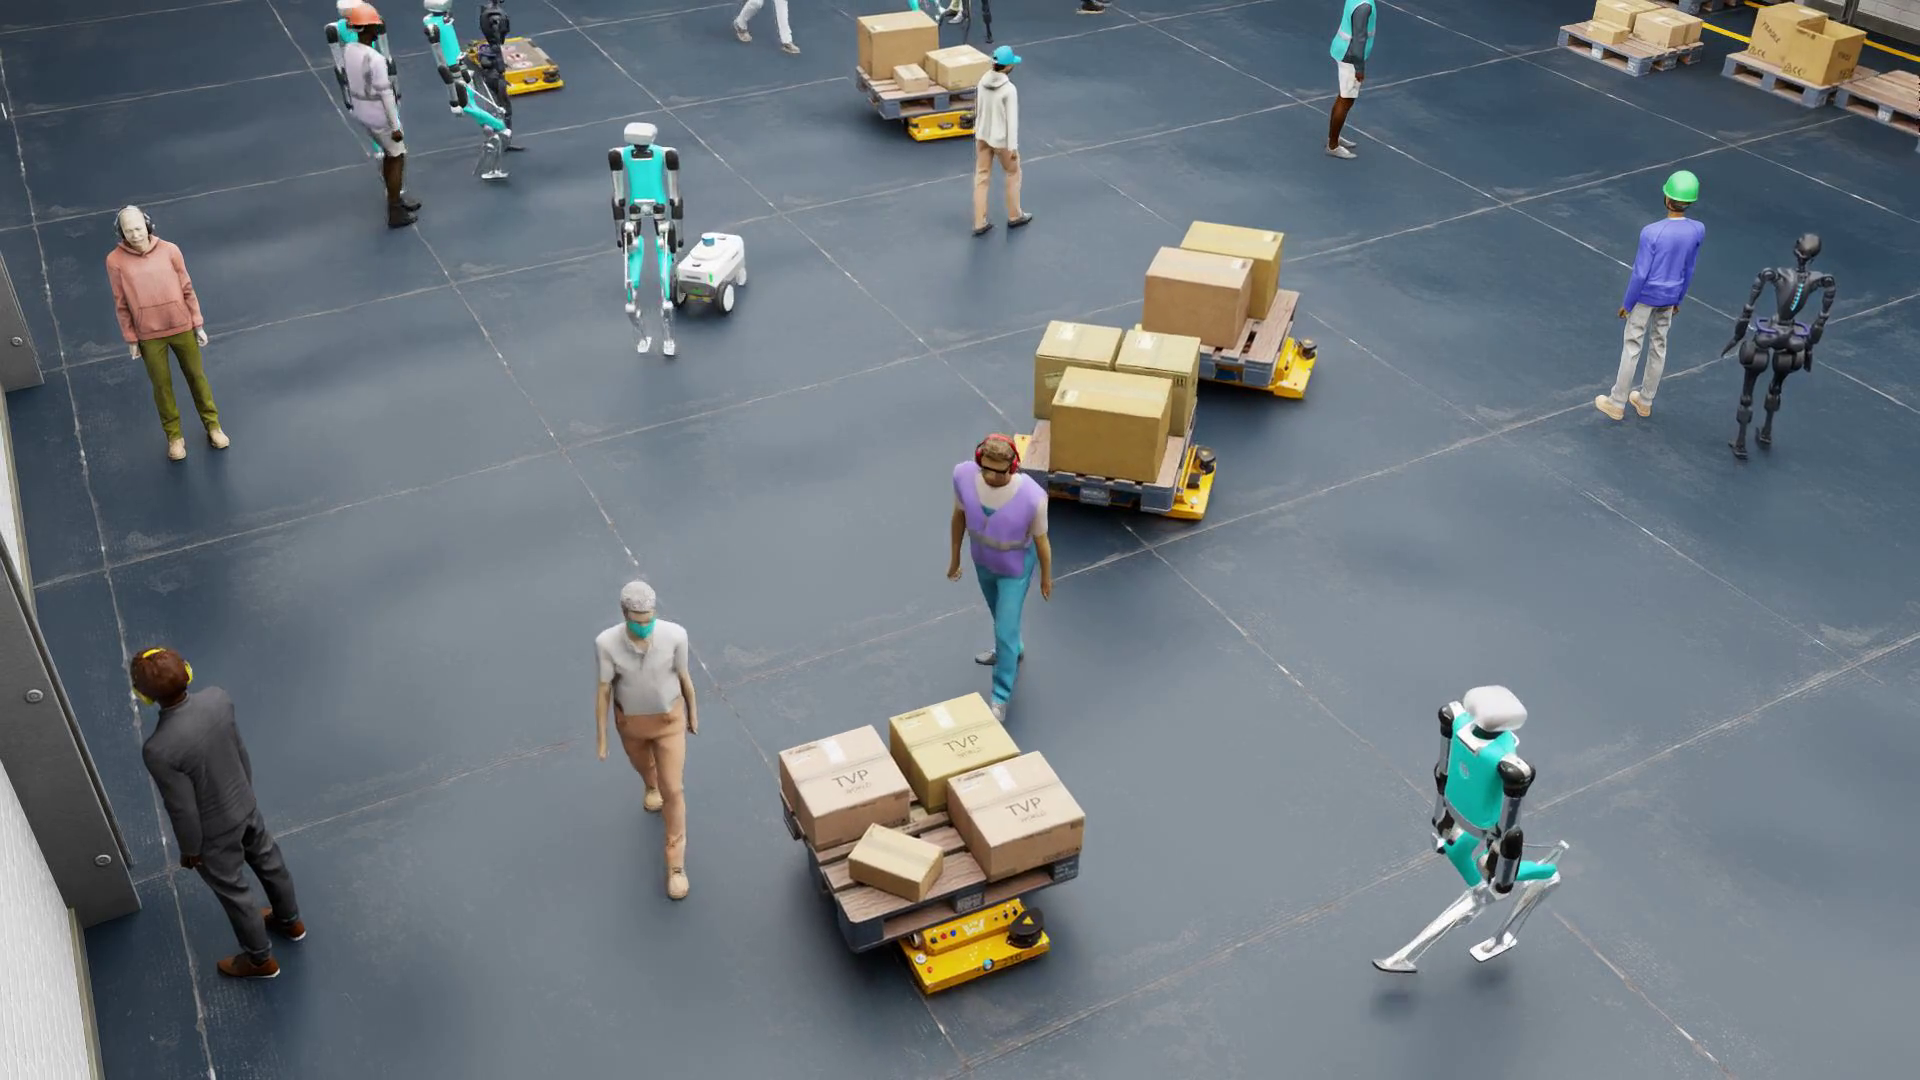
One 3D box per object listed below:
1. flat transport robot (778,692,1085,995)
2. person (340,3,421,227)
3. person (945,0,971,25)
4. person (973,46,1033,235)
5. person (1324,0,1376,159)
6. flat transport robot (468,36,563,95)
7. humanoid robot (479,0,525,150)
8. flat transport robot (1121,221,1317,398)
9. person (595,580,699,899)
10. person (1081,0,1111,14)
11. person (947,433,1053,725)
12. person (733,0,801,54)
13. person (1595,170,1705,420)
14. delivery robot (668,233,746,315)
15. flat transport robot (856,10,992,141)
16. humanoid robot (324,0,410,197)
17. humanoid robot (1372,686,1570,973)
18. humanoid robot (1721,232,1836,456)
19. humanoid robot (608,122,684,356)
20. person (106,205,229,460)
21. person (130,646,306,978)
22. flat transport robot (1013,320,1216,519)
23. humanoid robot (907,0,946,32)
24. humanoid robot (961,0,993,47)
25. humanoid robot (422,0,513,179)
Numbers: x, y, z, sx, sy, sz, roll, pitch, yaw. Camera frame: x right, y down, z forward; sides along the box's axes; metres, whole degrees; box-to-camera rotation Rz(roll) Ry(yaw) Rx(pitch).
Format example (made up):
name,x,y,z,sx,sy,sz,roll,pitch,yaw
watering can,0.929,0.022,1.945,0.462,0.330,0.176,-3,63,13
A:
name,x,y,z,sx,sy,sz,roll,pitch,yaw
flat transport robot,-0.160,1.626,8.395,0.659,0.231,1.431,-15,38,-20
person,-5.128,-3.733,14.629,0.584,1.893,0.509,27,43,33
person,-0.020,-6.928,19.233,0.393,1.846,0.562,-11,37,-16
person,0.376,-3.496,14.496,0.487,1.645,0.703,25,42,31
person,3.762,-4.607,15.858,0.474,1.924,0.538,6,35,8
flat transport robot,-4.857,-5.179,18.110,0.659,0.231,1.431,-17,39,-23
humanoid robot,-4.439,-4.564,16.014,0.379,1.637,0.609,-10,36,-14
flat transport robot,1.973,-1.422,12.747,1.431,0.231,0.659,11,37,15
person,-1.556,0.862,8.241,0.502,1.695,0.909,-5,35,-8
person,1.680,-7.140,19.444,0.553,1.946,0.638,-5,35,-6
person,0.233,0.133,9.199,0.584,1.802,0.681,23,41,29
person,-2.191,-6.379,18.446,0.879,1.847,0.583,28,43,34
person,4.910,-1.716,11.772,0.459,1.873,0.342,-5,35,-8
delivery robot,-2.046,-2.209,13.624,0.499,0.599,0.784,9,36,13
flat transport robot,-0.351,-4.458,17.080,0.659,0.231,1.431,-11,37,-16
humanoid robot,-5.289,-3.930,15.075,0.547,1.819,0.698,-17,39,-23
humanoid robot,2.416,1.341,7.508,0.987,1.732,0.548,-14,37,-19
humanoid robot,5.583,-1.356,11.422,0.583,1.656,0.383,7,36,9
humanoid robot,-2.360,-2.210,12.557,0.534,1.730,0.791,-1,35,-1
person,-5.456,-1.435,11.399,0.518,1.837,0.379,-19,39,-25
person,-3.373,1.247,7.539,0.356,1.872,0.491,10,36,14
flat transport robot,1.001,-0.475,11.394,1.431,0.231,0.659,8,36,12
humanoid robot,-0.424,-6.146,18.267,0.769,1.843,0.530,27,43,33
humanoid robot,0.134,-6.333,18.561,0.607,1.643,0.590,6,35,9
humanoid robot,-4.425,-4.107,15.322,0.791,1.795,0.531,0,35,0
